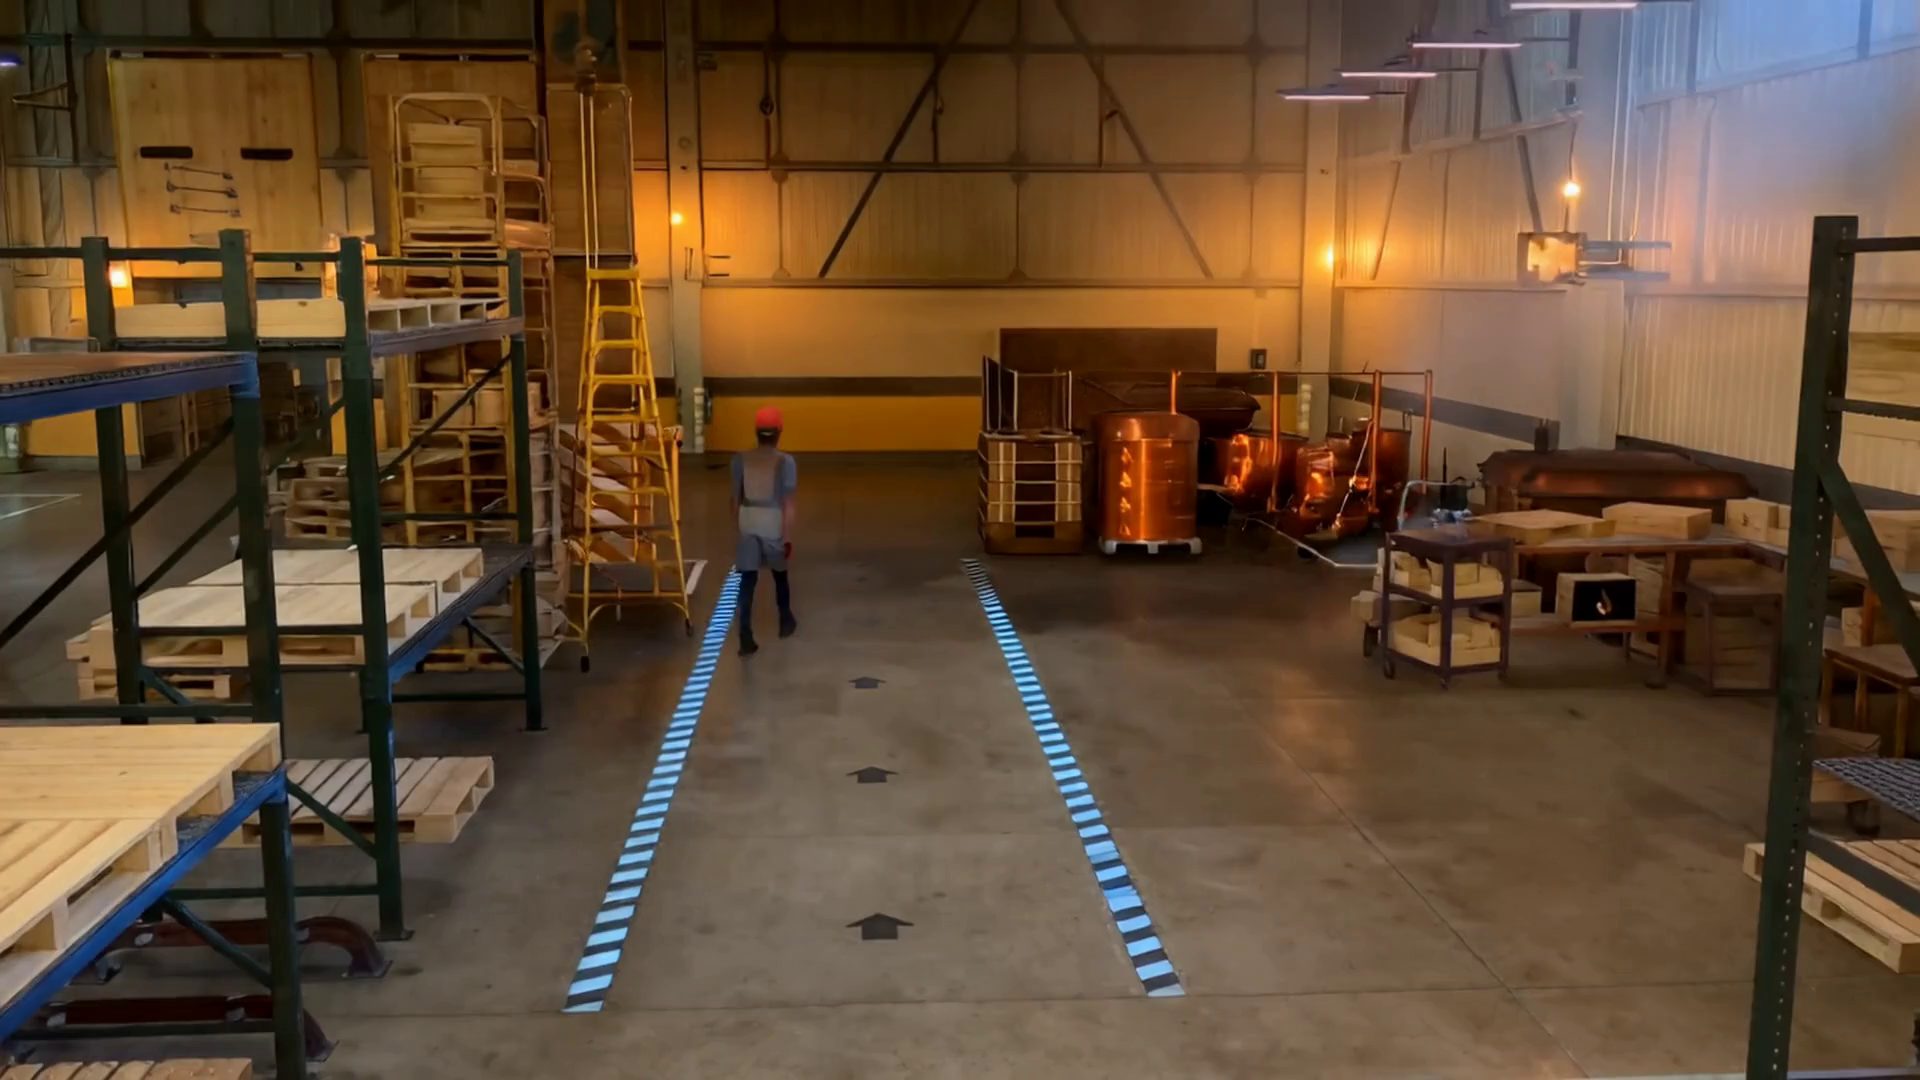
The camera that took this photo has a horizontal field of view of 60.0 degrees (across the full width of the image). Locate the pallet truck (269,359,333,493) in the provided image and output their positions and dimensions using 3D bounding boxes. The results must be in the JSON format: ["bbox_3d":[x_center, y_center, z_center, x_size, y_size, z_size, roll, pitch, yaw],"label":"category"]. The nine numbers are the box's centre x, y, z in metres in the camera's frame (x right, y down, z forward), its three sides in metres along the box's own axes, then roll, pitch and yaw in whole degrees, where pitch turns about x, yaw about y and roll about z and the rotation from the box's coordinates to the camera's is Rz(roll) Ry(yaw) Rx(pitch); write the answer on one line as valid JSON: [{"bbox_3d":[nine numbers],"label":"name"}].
[{"bbox_3d":[-7.062,-1.131,18.996,1.885,1.965,0.823,2,9,13],"label":"pallet truck"}]

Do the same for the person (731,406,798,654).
[{"bbox_3d":[-1.513,-0.091,12.888,0.547,1.880,1.041,1,9,8],"label":"person"}]
